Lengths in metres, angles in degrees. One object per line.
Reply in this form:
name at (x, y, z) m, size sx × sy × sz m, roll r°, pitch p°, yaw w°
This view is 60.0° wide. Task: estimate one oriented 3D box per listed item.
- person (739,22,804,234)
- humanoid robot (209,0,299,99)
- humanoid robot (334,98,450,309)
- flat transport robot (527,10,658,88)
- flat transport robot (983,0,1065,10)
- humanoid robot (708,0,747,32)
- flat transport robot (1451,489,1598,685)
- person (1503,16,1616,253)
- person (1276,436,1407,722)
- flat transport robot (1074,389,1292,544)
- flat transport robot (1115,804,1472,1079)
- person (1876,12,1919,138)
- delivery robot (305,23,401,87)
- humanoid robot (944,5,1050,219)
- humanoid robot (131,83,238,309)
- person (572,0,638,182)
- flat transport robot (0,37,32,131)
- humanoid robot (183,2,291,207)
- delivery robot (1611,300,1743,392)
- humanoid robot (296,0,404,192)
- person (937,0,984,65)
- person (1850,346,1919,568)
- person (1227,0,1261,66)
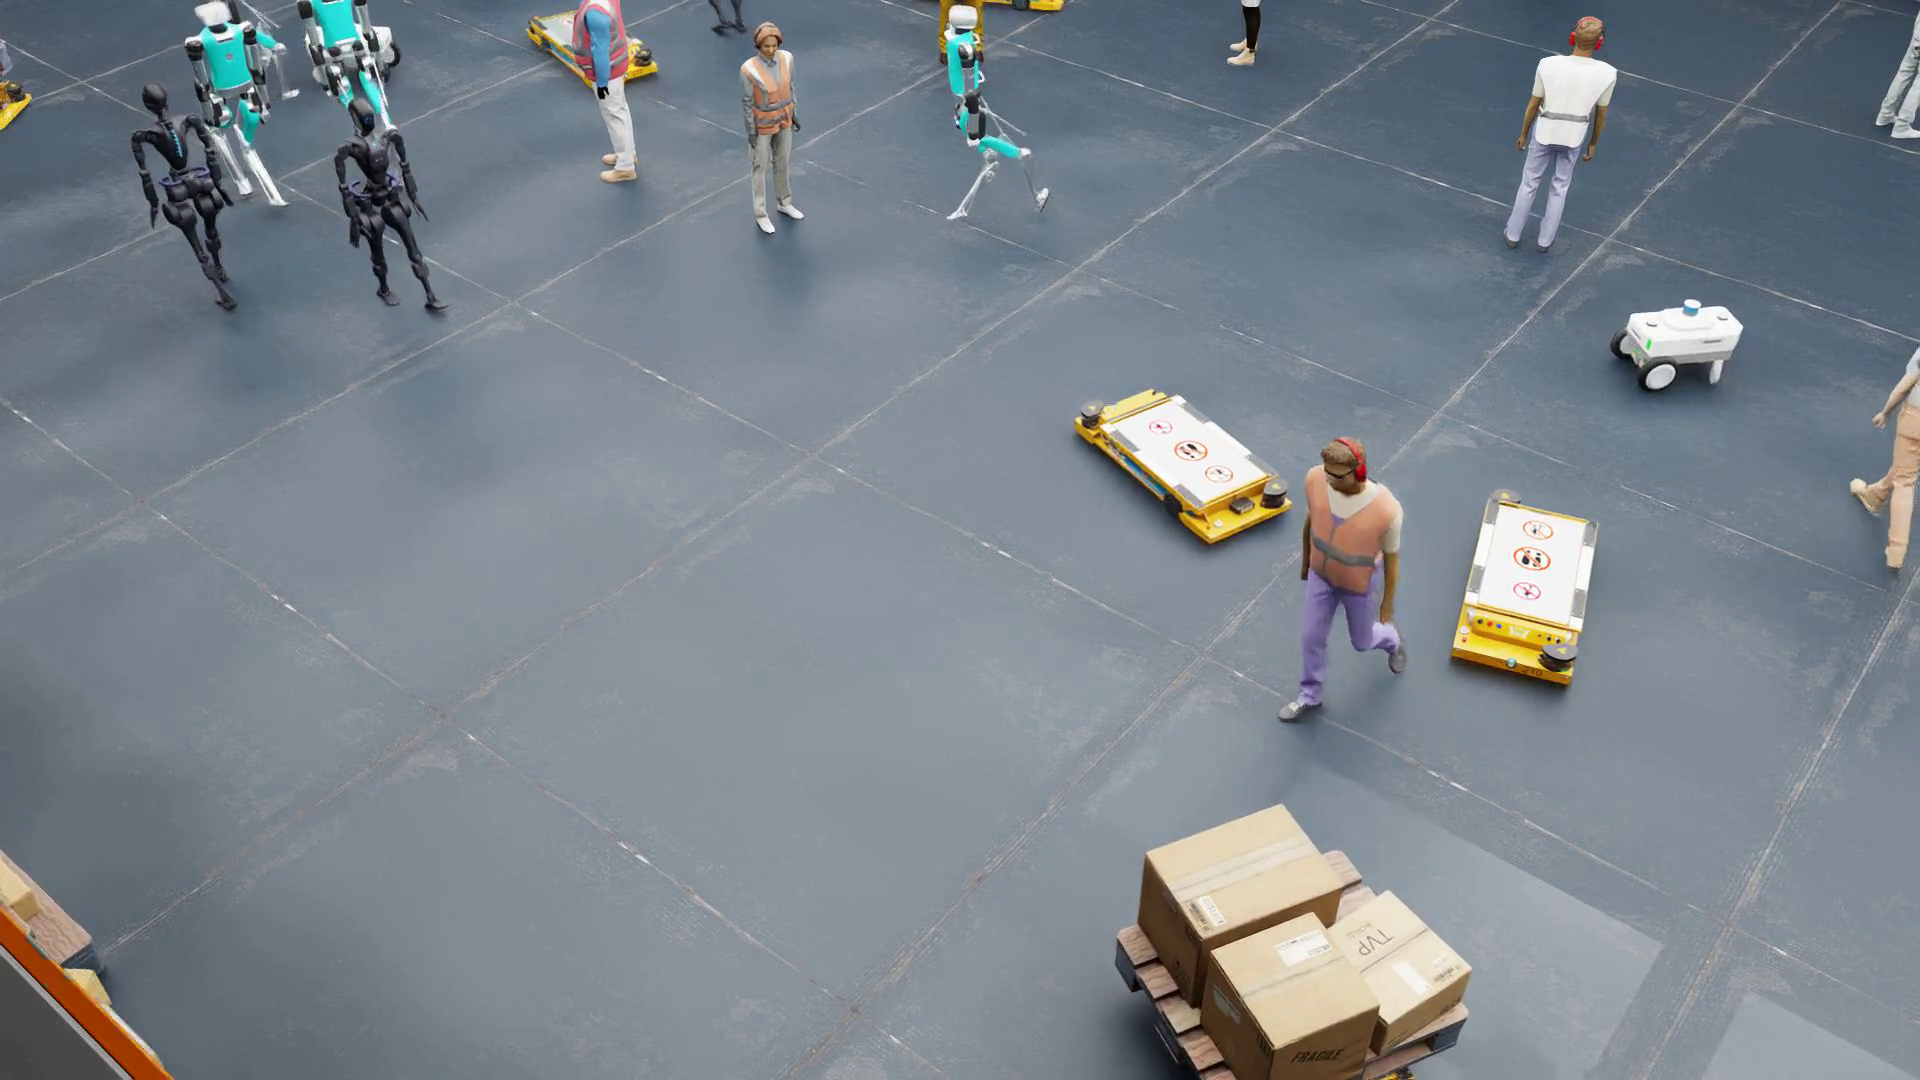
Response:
person at (-1.445, -3.173, 12.752) m, size 0.512 × 1.637 × 0.311 m, roll -33°, pitch 50°, yaw -32°
humanoid robot at (-6.156, -4.603, 14.410) m, size 0.818 × 1.841 × 0.531 m, roll -23°, pitch 45°, yaw -24°
humanoid robot at (-4.067, -2.344, 11.760) m, size 0.670 × 1.636 × 0.584 m, roll 32°, pitch 50°, yaw 32°
flat transport robot at (-3.448, -4.614, 15.506) m, size 0.659 × 0.231 × 1.431 m, roll -25°, pitch 46°, yaw -26°
flat transport robot at (0.364, -5.554, 16.611) m, size 1.431 × 0.231 × 0.659 m, roll 9°, pitch 41°, yaw 10°
humanoid robot at (-2.227, -5.573, 15.543) m, size 0.335 × 1.647 × 0.609 m, roll 29°, pitch 48°, yaw 29°
flat transport robot at (3.342, 0.246, 9.789) m, size 0.659 × 0.231 × 1.431 m, roll 14°, pitch 42°, yaw 16°
person at (4.462, -2.983, 12.385) m, size 0.570 × 1.830 × 0.413 m, roll 8°, pitch 41°, yaw 9°
person at (2.062, 0.147, 8.721) m, size 0.616 × 1.804 × 0.782 m, roll 32°, pitch 50°, yaw 32°
flat transport robot at (1.417, -0.526, 10.697) m, size 0.659 × 0.231 × 1.431 m, roll -22°, pitch 45°, yaw -24°
flat transport robot at (1.442, 2.146, 7.554) m, size 0.659 × 0.231 × 1.431 m, roll -16°, pitch 43°, yaw -18°
person at (8.166, -4.198, 13.890) m, size 0.319 × 1.729 × 0.487 m, roll -9°, pitch 41°, yaw -10°
delivery robot at (-5.510, -4.458, 15.084) m, size 0.747 × 0.572 × 0.499 m, roll 0°, pitch 40°, yaw 0°
humanoid robot at (0.349, -3.276, 12.817) m, size 0.949 × 1.767 × 0.542 m, roll -9°, pitch 41°, yaw -11°
humanoid robot at (-5.562, -2.488, 11.940) m, size 0.742 × 1.633 × 0.589 m, roll 32°, pitch 50°, yaw 32°
person at (-2.858, -3.772, 13.314) m, size 0.431 × 1.838 × 0.629 m, roll -4°, pitch 41°, yaw -5°
flat transport robot at (-8.974, -3.774, 14.518) m, size 1.431 × 0.231 × 0.659 m, roll 0°, pitch 40°, yaw 0°
humanoid robot at (-5.696, -3.405, 12.950) m, size 0.531 × 1.723 × 0.942 m, roll -30°, pitch 49°, yaw -30°
delivery robot at (4.939, -1.370, 11.481) m, size 0.782 × 0.610 × 0.500 m, roll -6°, pitch 41°, yaw -7°
humanoid robot at (-4.746, -3.583, 13.196) m, size 0.530 × 1.771 × 1.011 m, roll -22°, pitch 45°, yaw -24°
person at (0.028, -5.157, 15.008) m, size 0.532 × 1.750 × 0.343 m, roll -3°, pitch 40°, yaw -4°
person at (5.707, -0.684, 9.785) m, size 0.453 × 1.702 × 0.843 m, roll -1°, pitch 40°, yaw -1°
person at (2.637, -5.154, 15.044) m, size 0.322 × 1.691 × 0.532 m, roll 9°, pitch 41°, yaw 10°
